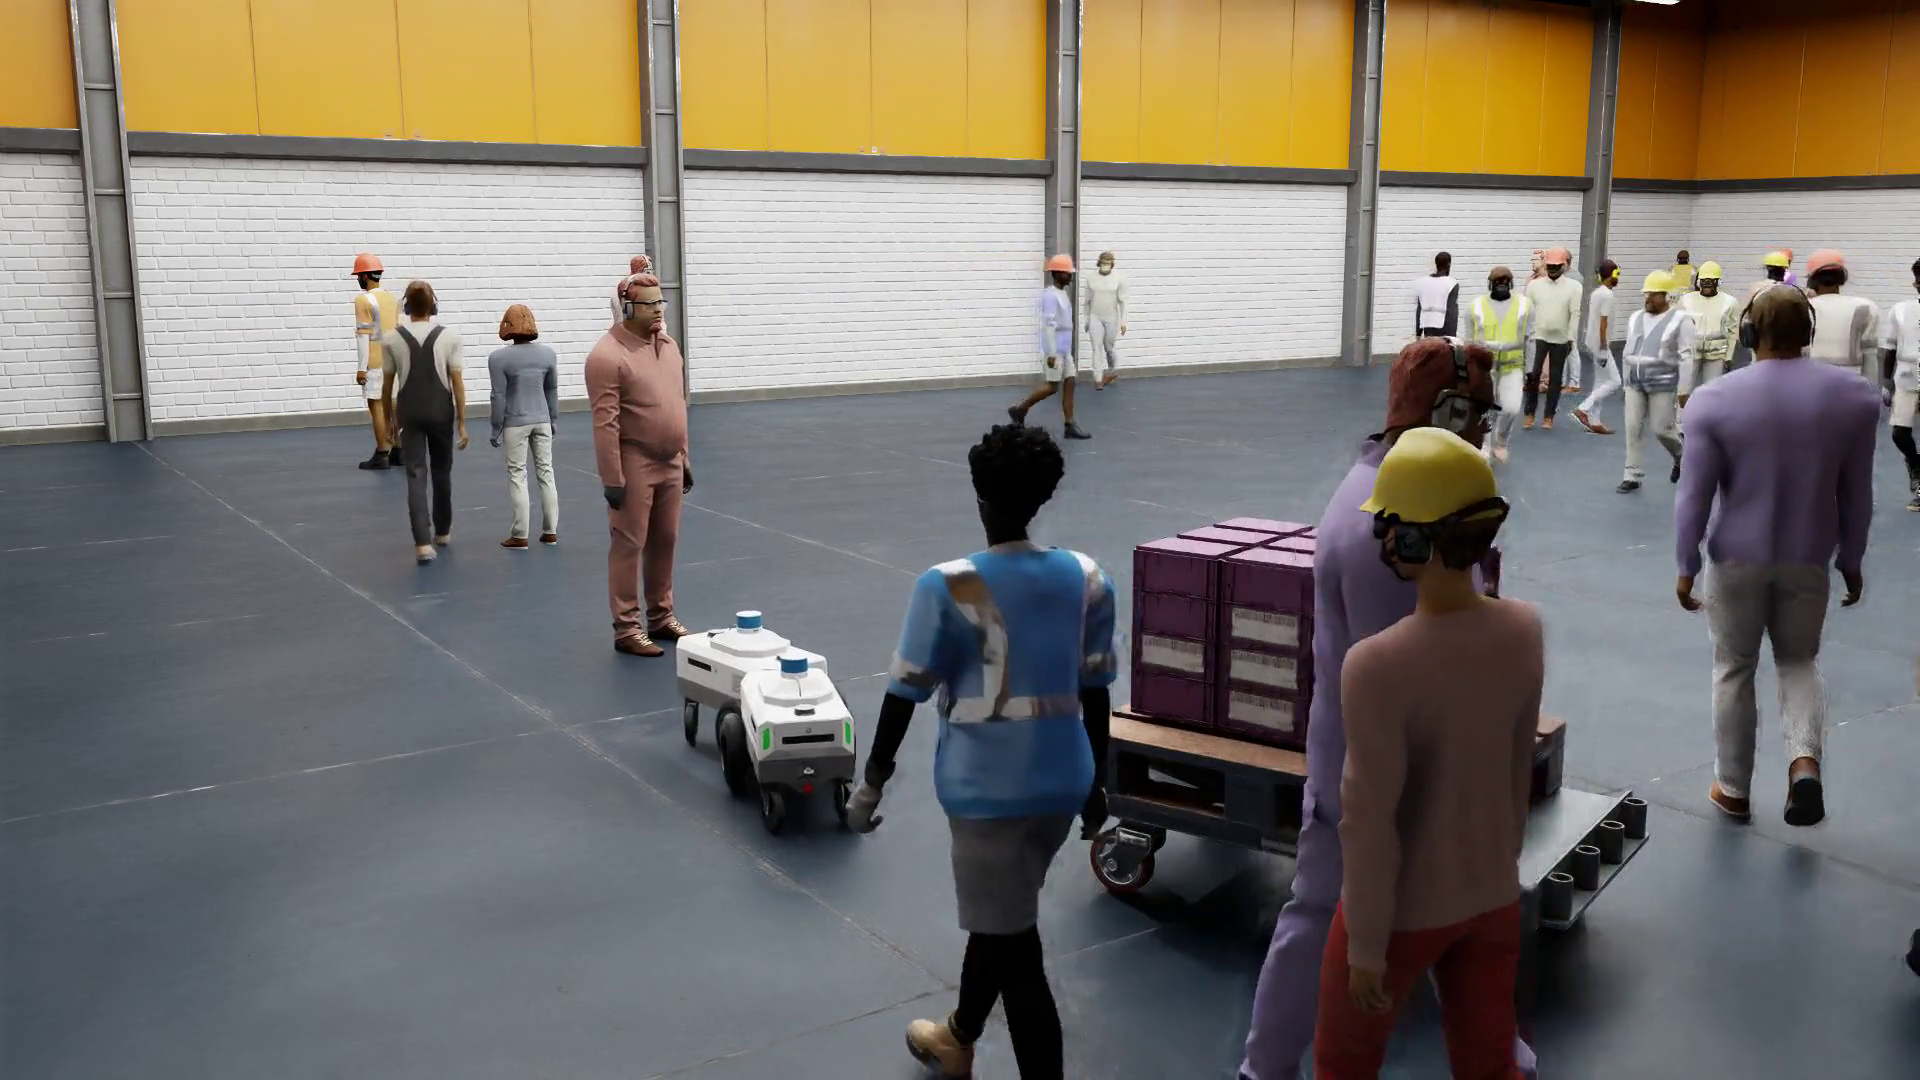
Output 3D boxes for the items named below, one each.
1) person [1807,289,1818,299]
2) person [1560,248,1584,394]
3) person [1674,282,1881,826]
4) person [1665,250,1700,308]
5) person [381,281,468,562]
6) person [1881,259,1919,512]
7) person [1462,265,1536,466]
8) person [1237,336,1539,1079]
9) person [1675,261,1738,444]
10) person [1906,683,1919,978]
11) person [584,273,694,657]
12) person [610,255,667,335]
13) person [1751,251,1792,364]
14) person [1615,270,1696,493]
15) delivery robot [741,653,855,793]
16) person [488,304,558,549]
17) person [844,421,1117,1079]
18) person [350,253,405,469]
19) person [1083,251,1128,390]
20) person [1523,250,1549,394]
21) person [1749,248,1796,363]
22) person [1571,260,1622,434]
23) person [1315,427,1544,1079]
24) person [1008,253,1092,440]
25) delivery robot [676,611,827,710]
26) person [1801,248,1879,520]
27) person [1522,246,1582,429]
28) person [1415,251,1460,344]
[{"bbox_3d":[8.064,-1.599,15.849,0.794,1.603,0.515,0,10,0],"label":"person"},{"bbox_3d":[8.015,-2.897,22.095,0.391,1.927,0.644,-3,11,-15],"label":"person"},{"bbox_3d":[2.812,0.077,5.769,0.654,1.925,0.547,2,10,9],"label":"person"},{"bbox_3d":[12.893,-4.256,29.757,0.622,1.843,0.429,4,11,20],"label":"person"},{"bbox_3d":[-3.488,-0.781,10.836,0.526,1.798,0.959,-3,11,-15],"label":"person"},{"bbox_3d":[7.425,-1.207,12.766,0.637,1.945,0.622,-10,14,-43],"label":"person"},{"bbox_3d":[4.822,-1.546,14.932,0.646,1.826,0.467,2,11,13],"label":"person"},{"bbox_3d":[1.050,0.500,3.611,0.926,1.857,0.672,5,11,23],"label":"person"},{"bbox_3d":[7.443,-1.864,16.664,0.590,1.833,0.404,4,11,22],"label":"person"},{"bbox_3d":[2.904,0.363,4.540,0.796,1.808,0.580,-6,12,-29],"label":"person"},{"bbox_3d":[-1.561,-0.370,8.305,0.402,1.901,0.647,5,12,28],"label":"person"},{"bbox_3d":[-3.126,-1.850,16.409,0.640,1.902,0.402,6,12,30],"label":"person"},{"bbox_3d":[9.211,-2.321,18.969,0.428,1.911,0.596,-2,11,-10],"label":"person"},{"bbox_3d":[5.696,-1.288,13.569,0.710,1.812,0.599,-7,13,-34],"label":"person"},{"bbox_3d":[-0.603,0.657,6.089,0.477,0.478,0.707,-2,11,-13],"label":"delivery robot"},{"bbox_3d":[-2.908,-0.753,11.115,0.499,1.633,0.286,-10,14,-43],"label":"person"},{"bbox_3d":[0.036,0.560,3.816,0.558,1.648,0.797,-9,14,-42],"label":"person"},{"bbox_3d":[-5.254,-1.599,14.949,0.382,1.932,0.541,3,11,14],"label":"person"},{"bbox_3d":[2.010,-3.025,22.903,0.637,1.895,0.939,3,11,14],"label":"person"},{"bbox_3d":[7.674,-2.897,22.122,0.408,1.906,0.652,-3,11,-17],"label":"person"},{"bbox_3d":[12.849,-3.639,26.202,0.905,1.906,0.552,-6,12,-31],"label":"person"},{"bbox_3d":[6.764,-2.017,17.481,0.421,1.840,0.548,2,10,10],"label":"person"},{"bbox_3d":[0.910,0.667,3.048,0.528,1.746,0.781,-6,12,-30],"label":"person"},{"bbox_3d":[0.942,-1.983,17.101,0.811,1.915,0.556,4,11,21],"label":"person"},{"bbox_3d":[-0.855,0.532,6.774,0.477,0.478,0.707,-9,13,-39],"label":"delivery robot"},{"bbox_3d":[5.928,-0.985,11.381,0.650,2.010,0.766,5,12,27],"label":"person"},{"bbox_3d":[6.346,-2.162,17.913,0.605,1.966,0.688,4,11,22],"label":"person"},{"bbox_3d":[5.903,-2.632,20.693,0.598,1.897,0.607,-8,13,-39],"label":"person"}]
